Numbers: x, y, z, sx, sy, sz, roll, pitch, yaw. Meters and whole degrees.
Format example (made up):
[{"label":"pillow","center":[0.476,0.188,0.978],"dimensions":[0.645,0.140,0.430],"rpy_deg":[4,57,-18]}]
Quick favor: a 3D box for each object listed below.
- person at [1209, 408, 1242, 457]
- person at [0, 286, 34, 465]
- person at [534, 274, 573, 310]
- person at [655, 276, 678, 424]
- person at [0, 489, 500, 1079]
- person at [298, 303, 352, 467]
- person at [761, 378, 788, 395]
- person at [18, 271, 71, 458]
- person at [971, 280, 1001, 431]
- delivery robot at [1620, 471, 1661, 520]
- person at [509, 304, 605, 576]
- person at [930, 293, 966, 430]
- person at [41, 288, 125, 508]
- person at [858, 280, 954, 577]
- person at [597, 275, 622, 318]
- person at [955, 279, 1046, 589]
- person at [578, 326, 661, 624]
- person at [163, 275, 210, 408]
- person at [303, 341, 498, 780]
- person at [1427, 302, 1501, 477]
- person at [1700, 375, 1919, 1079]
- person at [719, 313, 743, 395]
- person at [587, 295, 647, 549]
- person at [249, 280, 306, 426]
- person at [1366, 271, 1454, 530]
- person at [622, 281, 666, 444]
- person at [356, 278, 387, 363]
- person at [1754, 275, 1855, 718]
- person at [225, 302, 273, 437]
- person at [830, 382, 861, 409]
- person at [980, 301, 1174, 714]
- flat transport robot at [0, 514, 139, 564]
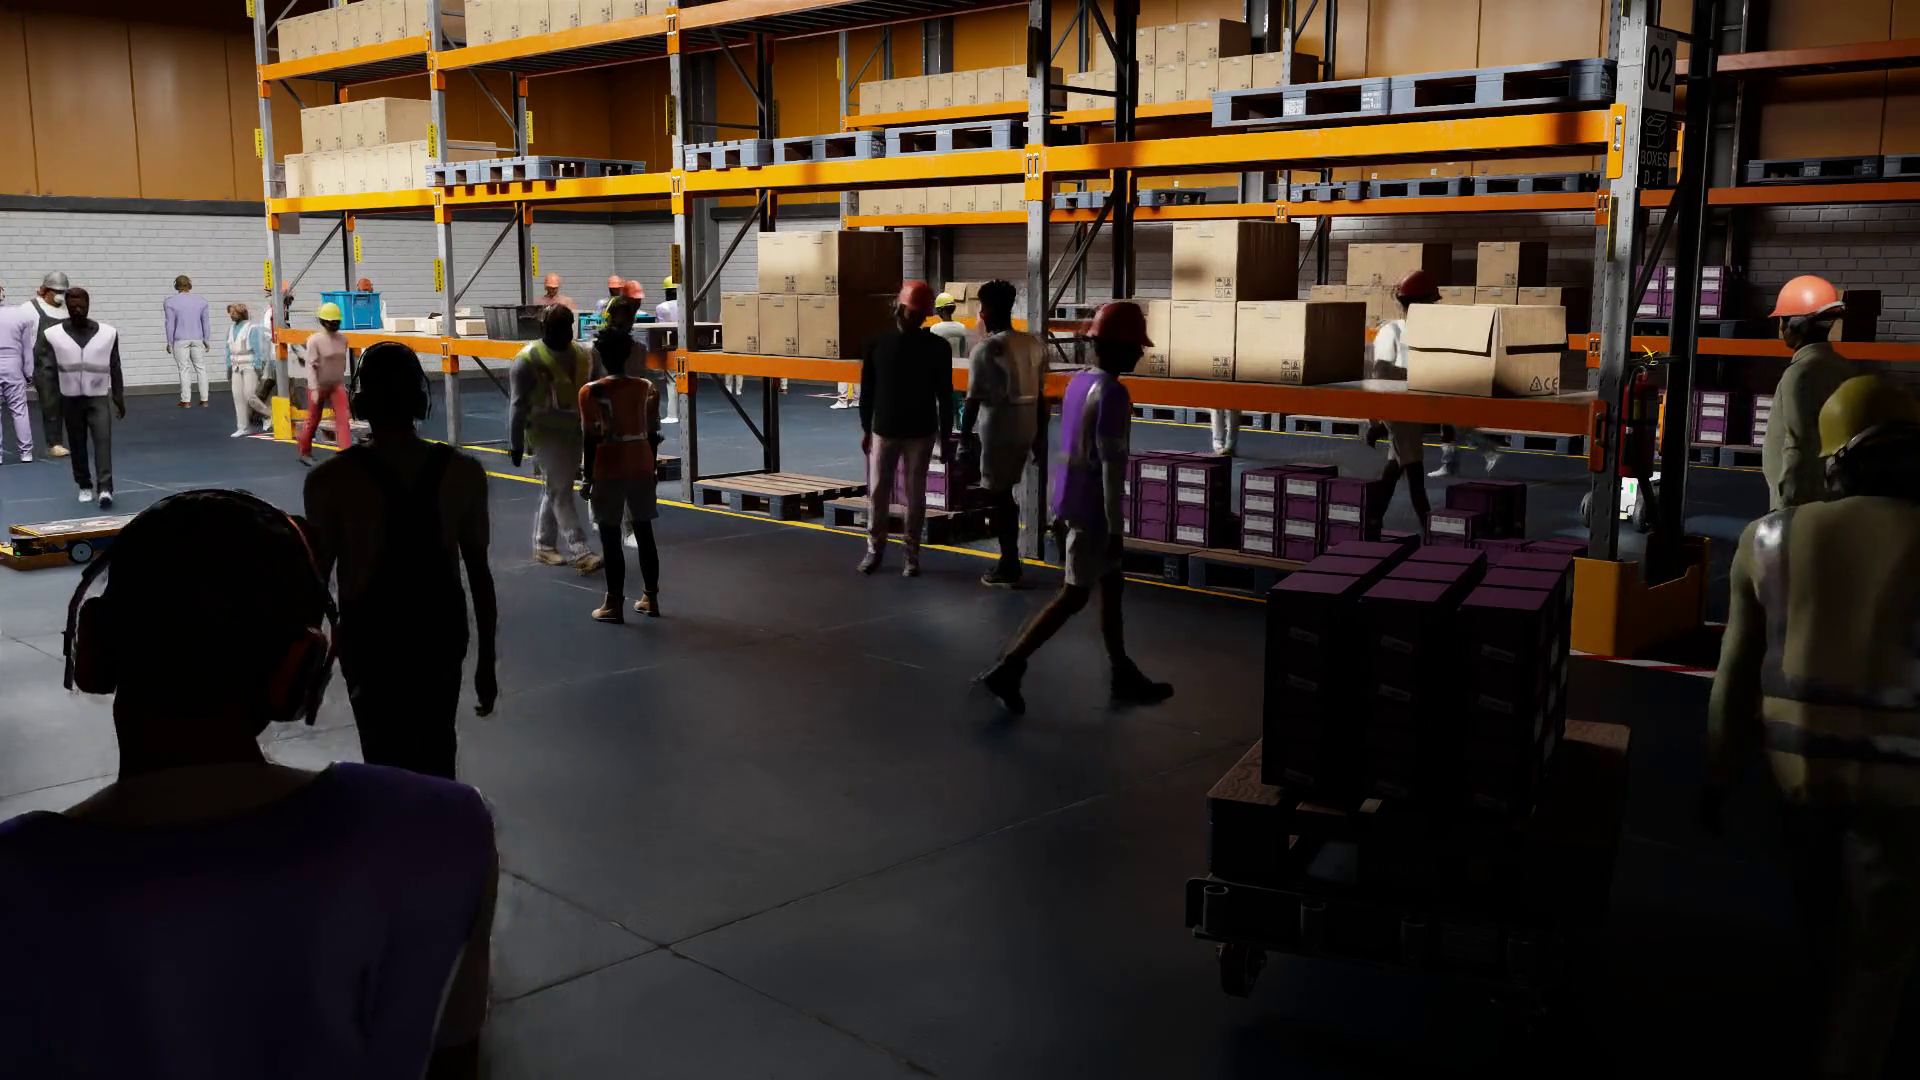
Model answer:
[{"label":"person","center":[2.813,-1.699,17.452],"dimensions":[0.688,1.774,0.941],"rpy_deg":[2,10,14]},{"label":"person","center":[-9.932,-1.722,17.190],"dimensions":[0.403,1.904,0.651],"rpy_deg":[9,13,43]},{"label":"person","center":[-6.079,-2.997,24.891],"dimensions":[0.613,1.939,0.997],"rpy_deg":[-1,9,-8]},{"label":"person","center":[-3.747,-2.484,21.791],"dimensions":[0.382,1.924,0.594],"rpy_deg":[9,13,43]},{"label":"person","center":[-0.743,0.853,1.690],"dimensions":[0.576,1.808,0.662],"rpy_deg":[-5,11,-30]},{"label":"person","center":[-6.401,-1.541,16.745],"dimensions":[0.978,1.686,0.528],"rpy_deg":[6,11,35]},{"label":"person","center":[-2.987,-3.290,26.693],"dimensions":[0.352,1.937,0.635],"rpy_deg":[9,13,43]},{"label":"person","center":[-9.660,-1.899,17.858],"dimensions":[0.878,2.000,0.699],"rpy_deg":[6,11,32]},{"label":"person","center":[0.350,-2.033,19.117],"dimensions":[0.617,1.893,0.659],"rpy_deg":[1,9,8]},{"label":"delivery robot","center":[5.244,-0.413,12.999],"dimensions":[0.477,0.478,0.707],"rpy_deg":[9,13,44]},{"label":"person","center":[-2.615,-0.668,11.073],"dimensions":[0.980,1.784,0.632],"rpy_deg":[7,11,36]},{"label":"person","center":[-0.149,-1.796,18.068],"dimensions":[0.324,1.765,0.533],"rpy_deg":[9,13,43]},{"label":"person","center":[-7.463,-1.207,14.160],"dimensions":[0.625,1.861,1.031],"rpy_deg":[-5,11,-29]},{"label":"person","center":[-0.349,-0.709,10.833],"dimensions":[0.644,1.947,0.537],"rpy_deg":[1,9,7]},{"label":"person","center":[-5.166,-3.002,24.960],"dimensions":[0.567,1.926,0.400],"rpy_deg":[-2,9,-10]},{"label":"person","center":[0.211,-0.667,10.548],"dimensions":[0.560,1.952,0.645],"rpy_deg":[9,13,43]},{"label":"person","center":[-1.949,-0.373,9.542],"dimensions":[0.317,1.698,0.540],"rpy_deg":[9,13,43]},{"label":"person","center":[-11.249,-2.888,24.237],"dimensions":[0.351,1.936,0.635],"rpy_deg":[9,13,43]},{"label":"person","center":[-1.673,0.333,4.888],"dimensions":[0.512,1.813,0.869],"rpy_deg":[-7,11,-36]},{"label":"person","center":[4.884,-1.445,16.095],"dimensions":[0.661,1.714,0.497],"rpy_deg":[4,10,24]},{"label":"person","center":[2.113,0.522,3.803],"dimensions":[0.903,1.772,0.639],"rpy_deg":[-8,12,-42]},{"label":"person","center":[-3.559,-3.087,26.472],"dimensions":[0.507,1.607,0.730],"rpy_deg":[-2,10,-14]},{"label":"person","center":[-2.539,-0.877,12.202],"dimensions":[0.798,1.847,0.520],"rpy_deg":[9,13,44]},{"label":"person","center":[-8.723,-2.383,21.347],"dimensions":[1.009,1.878,0.570],"rpy_deg":[-1,9,-7]},{"label":"person","center":[3.214,-0.849,11.538],"dimensions":[0.639,1.996,1.001],"rpy_deg":[-8,12,-42]},{"label":"person","center":[-3.664,-1.971,18.771],"dimensions":[1.038,1.872,0.551],"rpy_deg":[7,12,38]},{"label":"person","center":[-8.686,-2.895,24.440],"dimensions":[0.337,1.881,0.584],"rpy_deg":[9,13,43]},{"label":"person","center":[3.760,-0.179,7.453],"dimensions":[0.394,1.990,0.622],"rpy_deg":[9,13,43]},{"label":"person","center":[-8.588,-2.056,20.052],"dimensions":[0.529,1.625,0.467],"rpy_deg":[5,11,28]},{"label":"person","center":[-1.664,-2.841,24.043],"dimensions":[0.403,1.906,0.651],"rpy_deg":[9,13,43]},{"label":"person","center":[0.521,-0.143,7.593],"dimensions":[0.941,1.891,0.592],"rpy_deg":[-2,10,-15]},{"label":"flat transport robot","center":[-6.031,-0.036,11.842],"dimensions":[0.652,0.197,1.431],"rpy_deg":[9,13,44]}]
